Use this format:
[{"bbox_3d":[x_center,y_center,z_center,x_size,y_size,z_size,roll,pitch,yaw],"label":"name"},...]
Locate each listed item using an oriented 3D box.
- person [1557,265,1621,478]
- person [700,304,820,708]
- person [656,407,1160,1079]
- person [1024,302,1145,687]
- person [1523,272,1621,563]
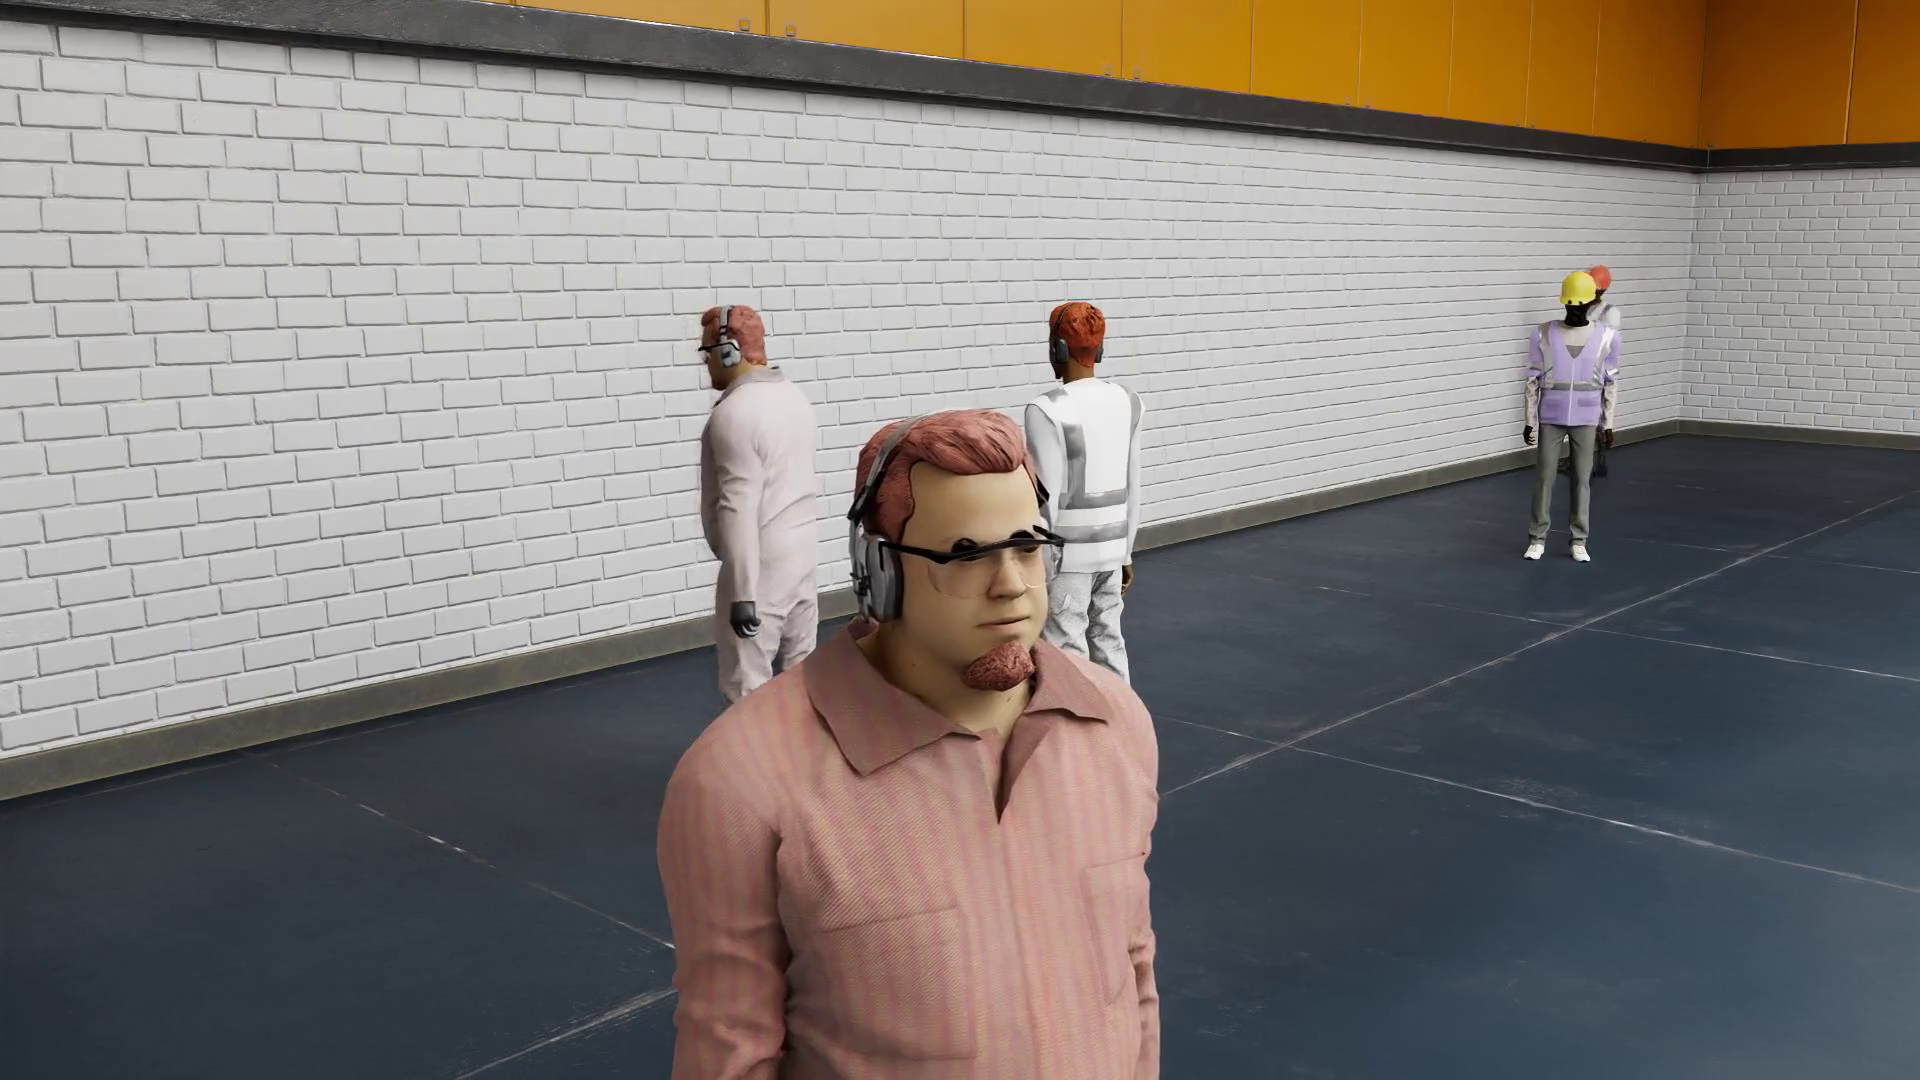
[{"bbox_3d":[5.734,-1.520,15.130,0.396,1.903,0.645,-4,11,-22],"label":"person"},{"bbox_3d":[-0.695,0.115,5.896,0.426,1.885,0.680,4,11,20],"label":"person"},{"bbox_3d":[-0.004,0.802,1.892,0.638,1.910,0.407,-7,12,-34],"label":"person"},{"bbox_3d":[0.437,0.078,6.085,0.584,1.882,0.337,-10,14,-43],"label":"person"},{"bbox_3d":[4.037,-0.804,11.014,0.585,1.917,0.381,3,10,17],"label":"person"}]
